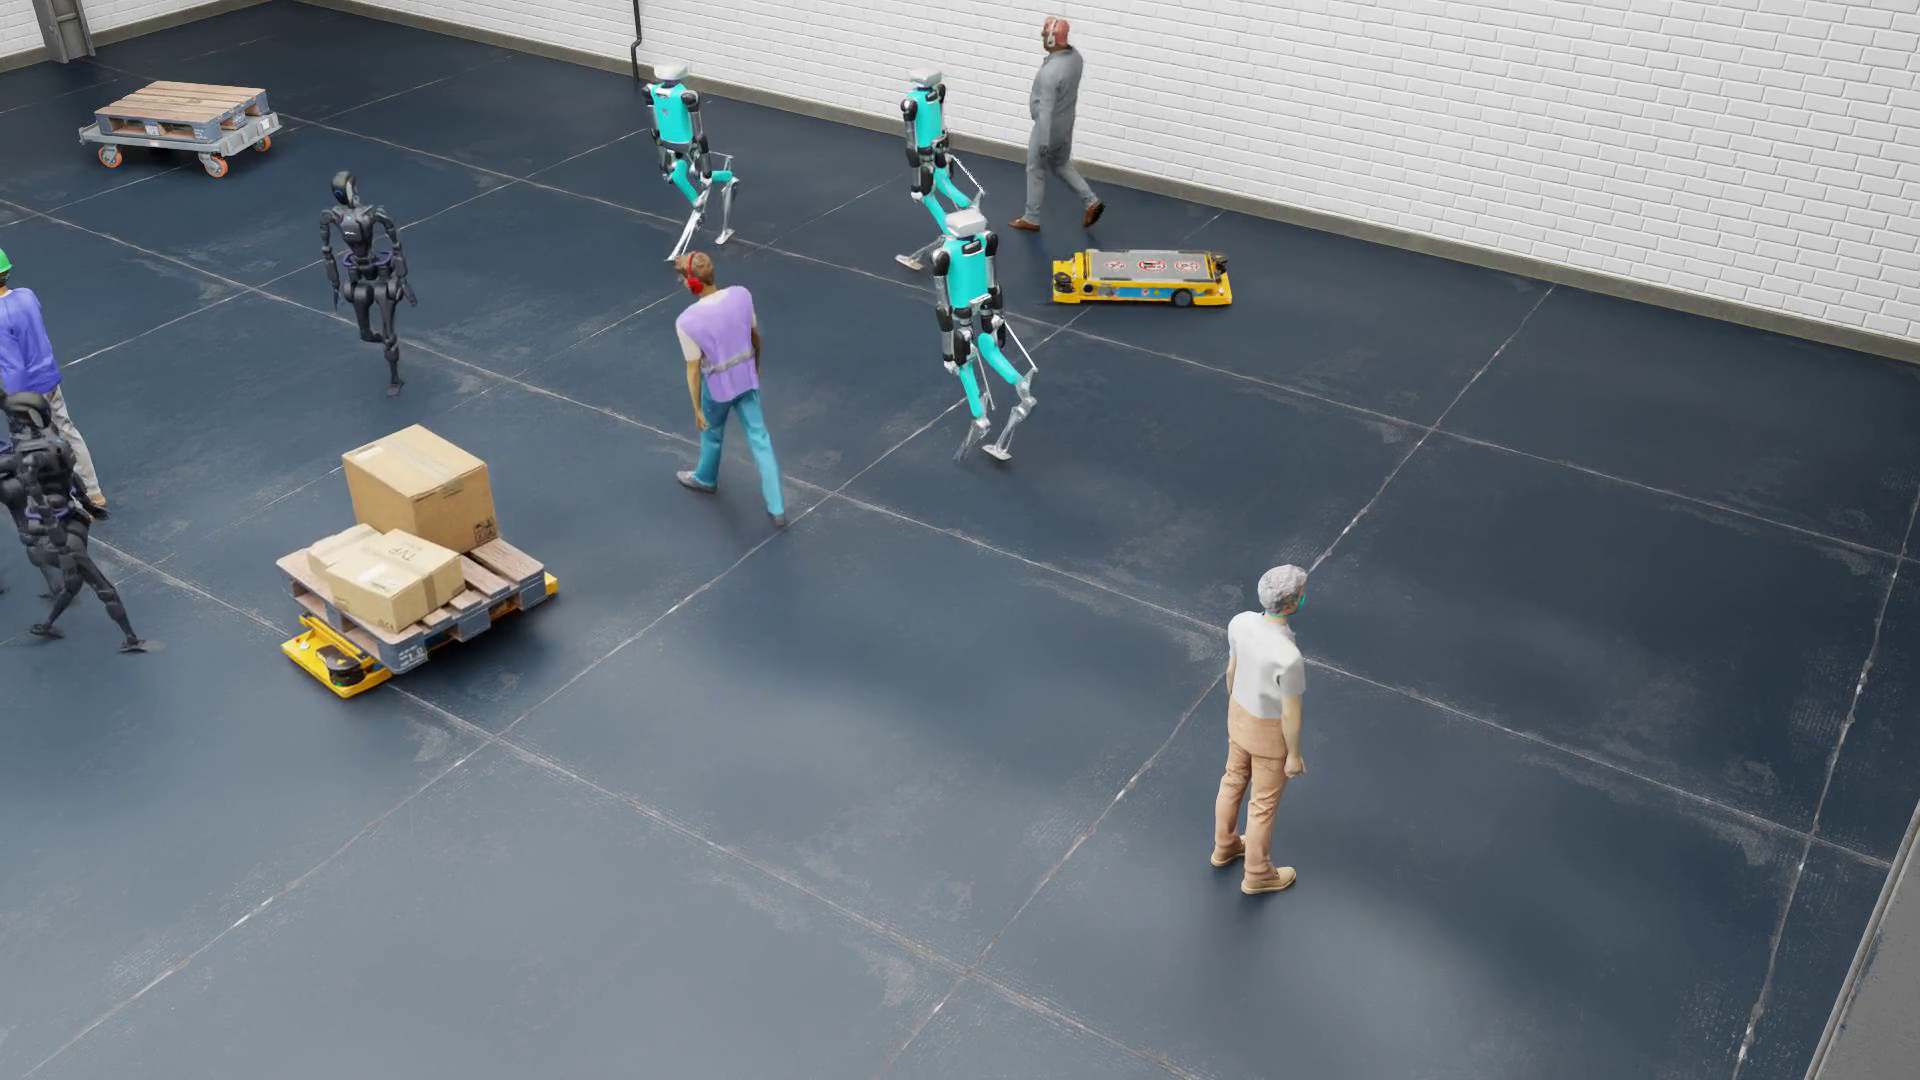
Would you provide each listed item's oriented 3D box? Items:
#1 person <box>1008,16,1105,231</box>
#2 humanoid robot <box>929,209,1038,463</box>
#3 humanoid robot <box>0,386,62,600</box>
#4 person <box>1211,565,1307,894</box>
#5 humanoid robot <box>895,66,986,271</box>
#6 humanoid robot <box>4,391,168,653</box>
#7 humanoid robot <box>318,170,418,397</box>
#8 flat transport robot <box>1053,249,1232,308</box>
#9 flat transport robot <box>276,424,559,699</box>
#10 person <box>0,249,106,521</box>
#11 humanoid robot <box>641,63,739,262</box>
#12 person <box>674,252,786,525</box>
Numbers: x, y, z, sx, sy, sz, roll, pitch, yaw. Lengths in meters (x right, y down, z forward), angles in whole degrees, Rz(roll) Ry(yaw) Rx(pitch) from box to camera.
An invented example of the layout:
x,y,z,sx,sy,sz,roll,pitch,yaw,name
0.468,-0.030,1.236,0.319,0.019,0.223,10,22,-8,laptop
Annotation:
x,y,z,sx,sy,sz,roll,pitch,yaw,name
0.844,-3.535,14.261,0.760,1.885,0.648,18,37,25,person
0.210,-1.191,10.797,0.548,1.818,0.770,-26,41,-34,humanoid robot
-5.611,-0.375,9.566,0.635,1.629,0.608,24,40,33,humanoid robot
1.383,0.856,7.556,0.319,1.748,0.482,-17,36,-24,person
-0.116,-2.905,13.413,0.892,1.752,0.559,18,37,25,humanoid robot
-4.945,-0.085,9.154,0.767,1.652,0.601,-7,33,-10,humanoid robot
-4.194,-1.889,11.914,0.613,1.639,0.625,0,33,0,humanoid robot
1.480,-2.142,13.589,1.431,0.231,0.659,1,33,2,flat transport robot
-3.112,0.403,9.629,0.659,0.231,1.431,26,41,34,flat transport robot
-5.728,-0.945,10.247,0.358,1.871,0.468,1,33,1,person
-2.186,-3.170,13.859,0.542,1.739,1.059,17,36,24,humanoid robot
-1.442,-0.959,10.352,0.673,1.779,0.957,-25,40,-33,person
